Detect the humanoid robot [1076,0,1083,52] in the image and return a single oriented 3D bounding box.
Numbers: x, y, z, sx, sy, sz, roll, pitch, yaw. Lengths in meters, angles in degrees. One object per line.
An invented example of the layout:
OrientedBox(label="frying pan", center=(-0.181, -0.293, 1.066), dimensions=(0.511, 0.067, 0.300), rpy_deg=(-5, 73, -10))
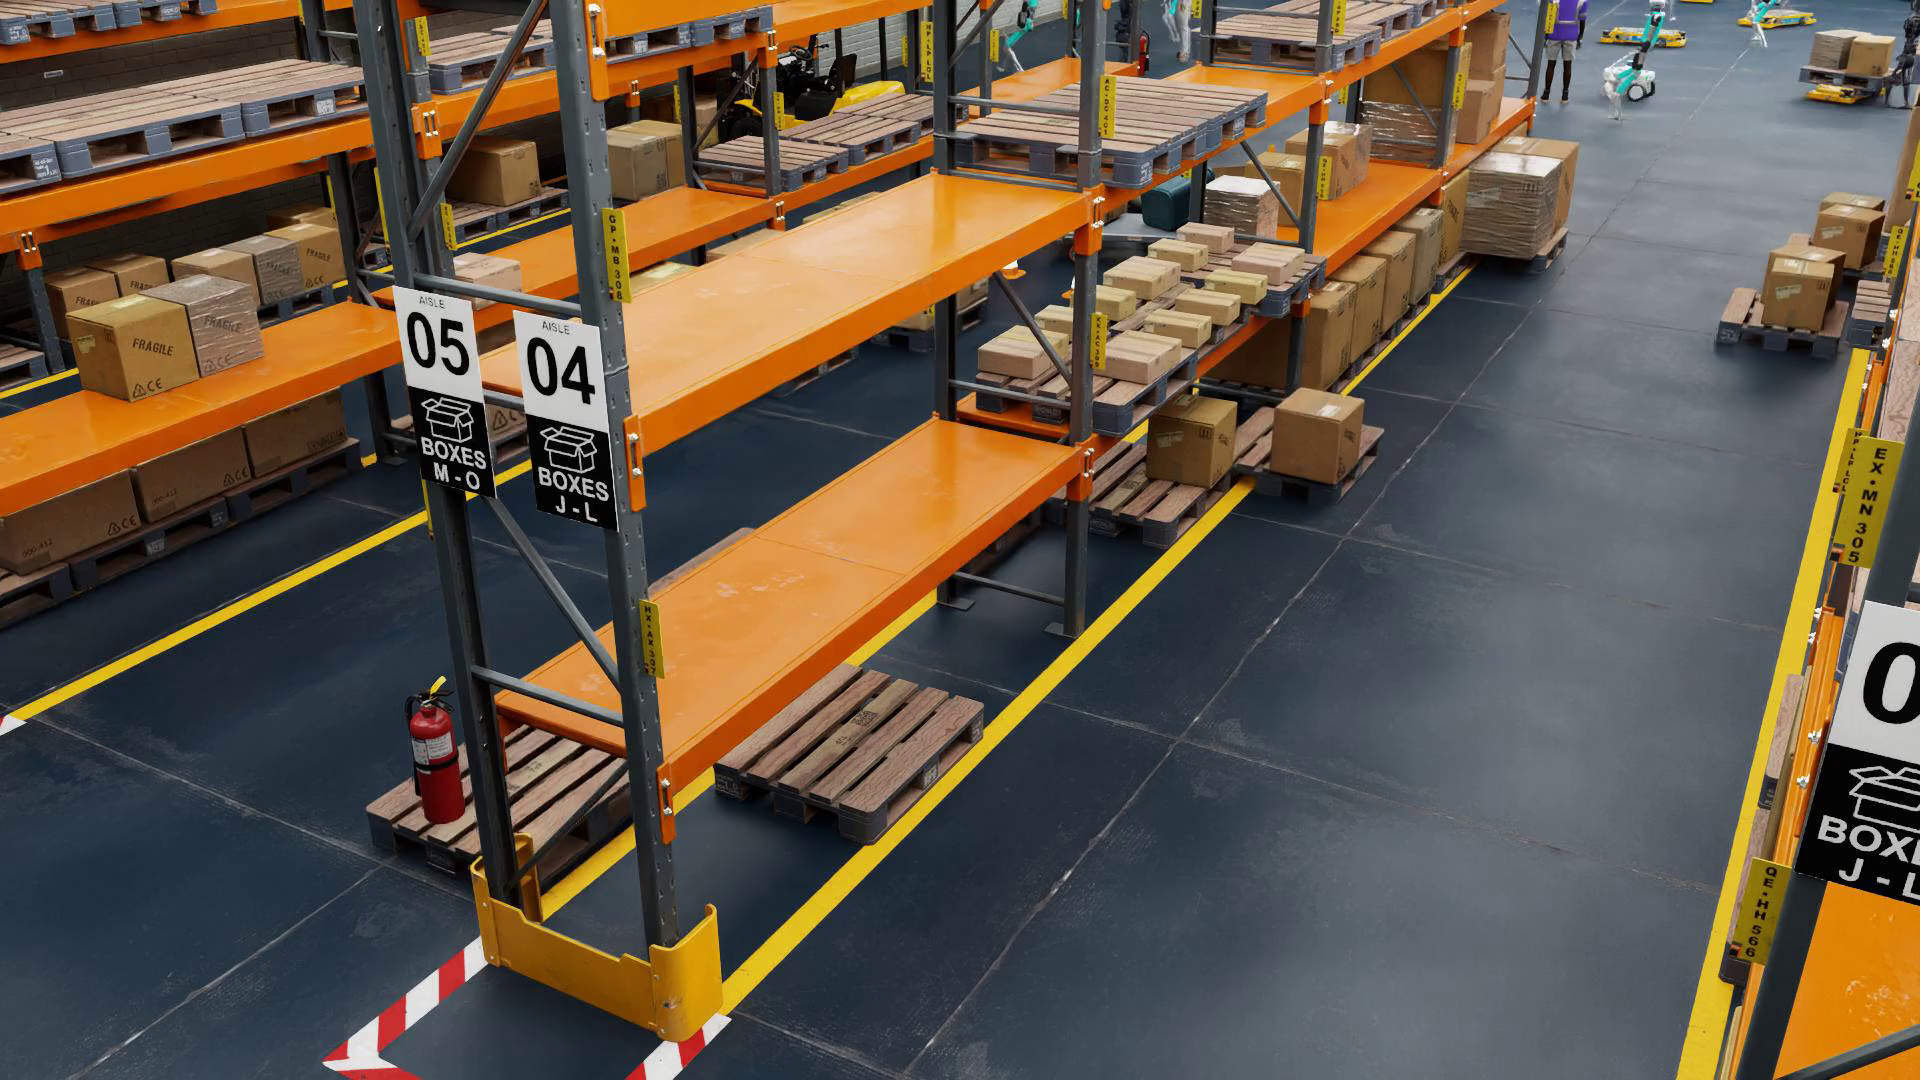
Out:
OrientedBox(label="humanoid robot", center=(2.025, -8.917, 28.145), dimensions=(0.543, 1.762, 0.718), rpy_deg=(8, 27, 17))

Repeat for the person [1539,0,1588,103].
OrientedBox(label="person", center=(9.168, -7.653, 25.291), dimensions=(0.612, 1.961, 0.362), rpy_deg=(5, 26, 11))

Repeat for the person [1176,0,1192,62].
OrientedBox(label="person", center=(3.841, -9.249, 28.704), dimensions=(0.370, 1.900, 0.786), rpy_deg=(6, 26, 13))

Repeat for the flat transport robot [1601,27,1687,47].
OrientedBox(label="flat transport robot", center=(12.546, -9.226, 30.513), dimensions=(1.431, 0.231, 0.659), rpy_deg=(11, 28, 21))

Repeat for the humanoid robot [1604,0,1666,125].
OrientedBox(label="humanoid robot", center=(9.606, -6.851, 23.927), dimensions=(0.797, 1.806, 0.557), rpy_deg=(10, 27, 20))

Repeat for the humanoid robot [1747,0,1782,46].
OrientedBox(label="humanoid robot", center=(14.555, -9.835, 30.115), dimensions=(0.547, 1.796, 0.778), rpy_deg=(-19, 31, -34))

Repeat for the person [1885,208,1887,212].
OrientedBox(label="person", center=(10.559, -4.036, 18.046), dimensions=(0.899, 1.715, 0.543), rpy_deg=(13, 29, 25))

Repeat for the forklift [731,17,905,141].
OrientedBox(label="forklift", center=(-1.819, -5.975, 21.543), dimensions=(2.313, 2.155, 1.214), rpy_deg=(14, 29, 26))

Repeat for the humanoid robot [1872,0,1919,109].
OrientedBox(label="humanoid robot", center=(14.139, -7.278, 24.847), dimensions=(0.518, 1.642, 0.591), rpy_deg=(11, 28, 22))

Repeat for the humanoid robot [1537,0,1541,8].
OrientedBox(label="humanoid robot", center=(11.946, -11.605, 33.873), dimensions=(0.543, 1.885, 0.740), rpy_deg=(-16, 30, -30))

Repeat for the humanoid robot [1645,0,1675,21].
OrientedBox(label="humanoid robot", center=(13.960, -11.065, 32.739), dimensions=(0.815, 1.871, 0.536), rpy_deg=(-5, 26, -10))

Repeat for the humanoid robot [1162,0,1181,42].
OrientedBox(label="humanoid robot", center=(3.968, -10.036, 30.498), dimensions=(0.706, 1.777, 0.530), rpy_deg=(-10, 27, -20))

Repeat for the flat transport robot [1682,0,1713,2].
OrientedBox(label="flat transport robot", center=(15.948, -11.744, 35.744), dimensions=(0.659, 0.231, 1.431), rpy_deg=(15, 29, 28))

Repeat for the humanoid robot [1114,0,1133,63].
OrientedBox(label="humanoid robot", center=(2.636, -8.093, 26.537), dimensions=(0.477, 1.642, 0.609), rpy_deg=(-4, 26, -7))

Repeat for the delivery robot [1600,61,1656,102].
OrientedBox(label="delivery robot", center=(10.397, -7.124, 25.834), dimensions=(0.804, 0.610, 0.499), rpy_deg=(20, 32, 35))

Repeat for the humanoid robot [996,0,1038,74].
OrientedBox(label="humanoid robot", center=(0.894, -8.540, 27.493), dimensions=(0.891, 1.855, 0.576), rpy_deg=(10, 27, 19))

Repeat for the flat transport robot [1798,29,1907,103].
OrientedBox(label="flat transport robot", center=(13.871, -7.040, 25.970), dimensions=(1.431, 0.231, 0.659), rpy_deg=(-21, 33, -36))

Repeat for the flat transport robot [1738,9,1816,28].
OrientedBox(label="flat transport robot", center=(15.997, -10.196, 32.528), dimensions=(1.431, 0.231, 0.659), rpy_deg=(-13, 28, -24))
